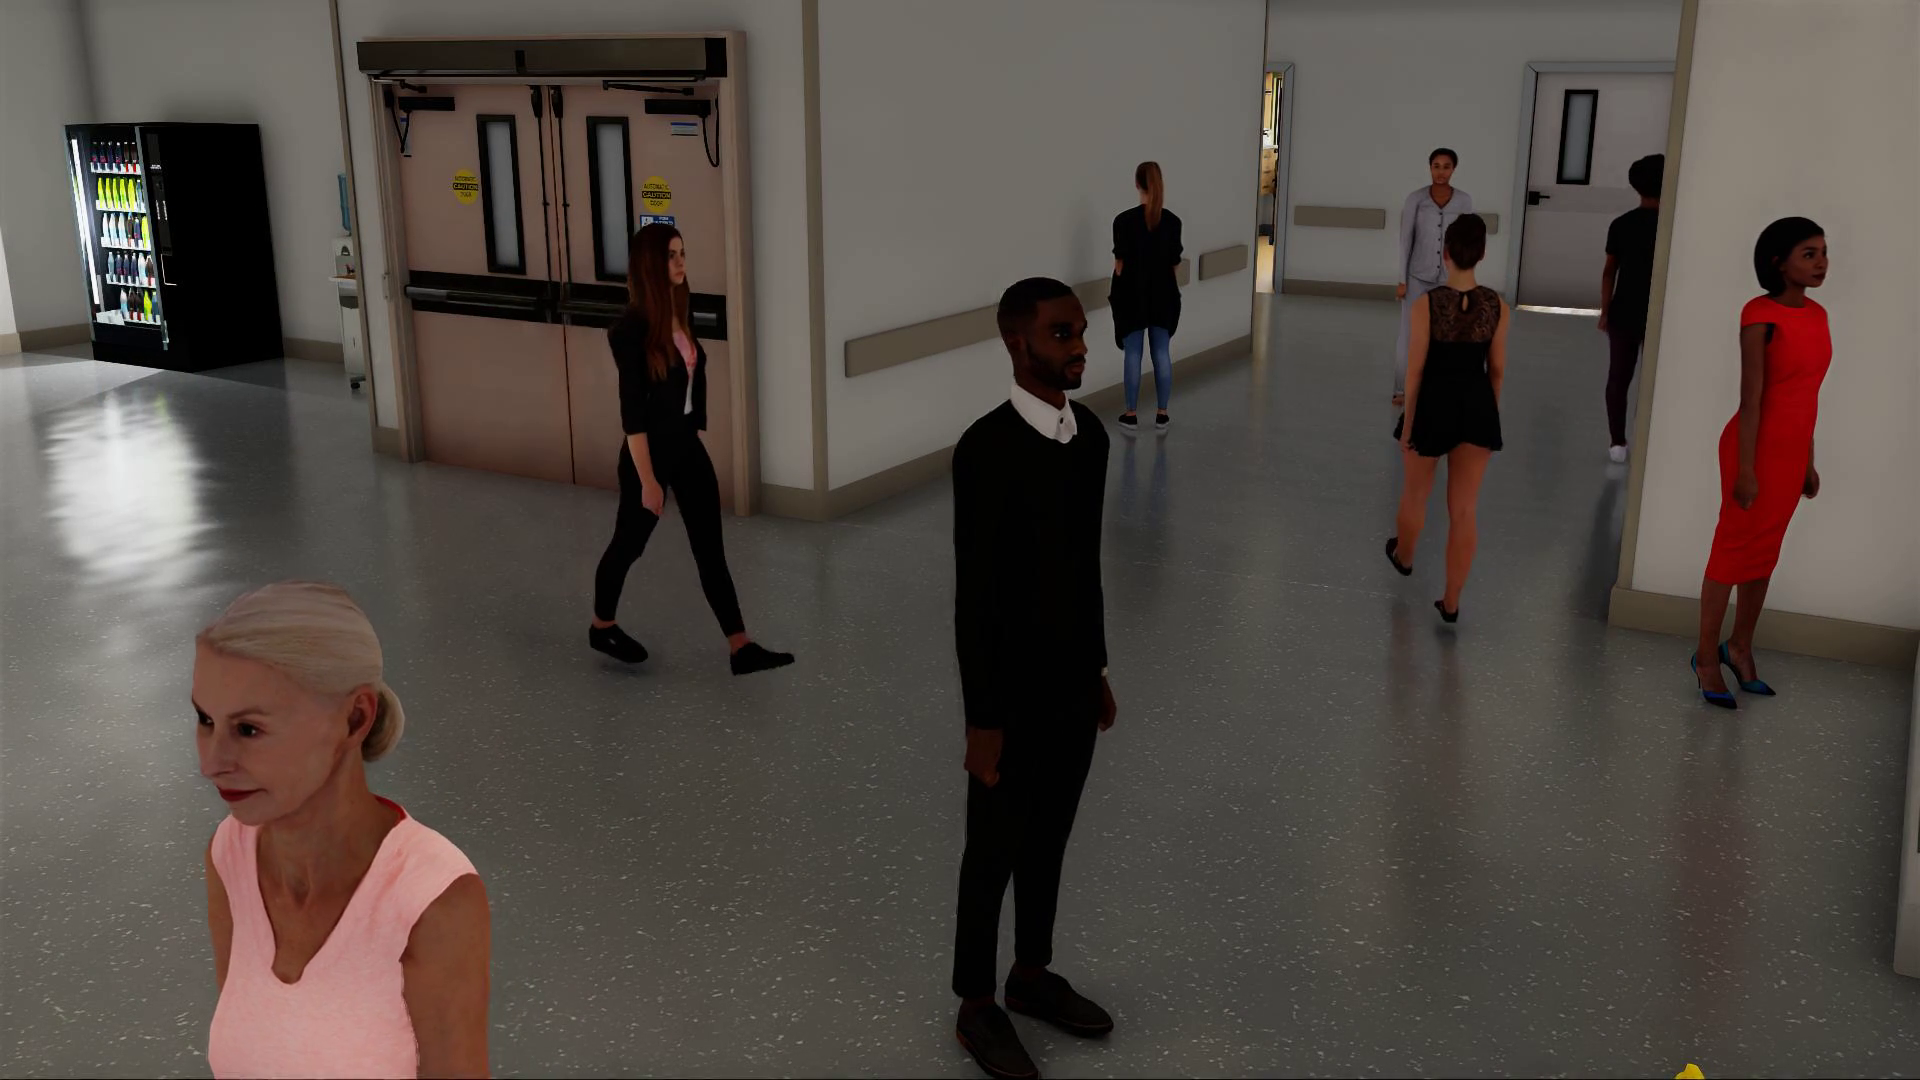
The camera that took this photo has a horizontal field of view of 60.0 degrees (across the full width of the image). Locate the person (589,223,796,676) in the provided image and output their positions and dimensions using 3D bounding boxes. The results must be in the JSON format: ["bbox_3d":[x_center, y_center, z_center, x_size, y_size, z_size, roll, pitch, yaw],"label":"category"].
[{"bbox_3d":[-1.178,-0.289,6.158,1.127,1.663,0.631,9,18,28],"label":"person"}]

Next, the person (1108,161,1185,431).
[{"bbox_3d":[1.188,-1.550,10.580,0.682,1.691,0.780,-1,16,-3],"label":"person"}]

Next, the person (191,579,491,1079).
[{"bbox_3d":[-0.675,0.859,1.979,0.458,1.721,0.603,8,17,25],"label":"person"}]

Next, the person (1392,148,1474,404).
[{"bbox_3d":[3.243,-1.804,11.397,0.606,1.737,0.769,2,16,8],"label":"person"}]

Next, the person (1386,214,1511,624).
[{"bbox_3d":[2.026,-0.460,6.809,1.068,1.640,0.961,1,16,3],"label":"person"}]

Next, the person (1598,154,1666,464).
[{"bbox_3d":[3.918,-1.308,9.578,0.549,1.769,0.707,10,18,31],"label":"person"}]

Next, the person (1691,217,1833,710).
[{"bbox_3d":[2.877,-0.274,5.959,0.644,1.743,0.651,-9,18,-29],"label":"person"}]

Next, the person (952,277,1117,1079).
[{"bbox_3d":[0.144,0.309,3.771,0.602,1.808,0.689,14,21,41],"label":"person"}]
